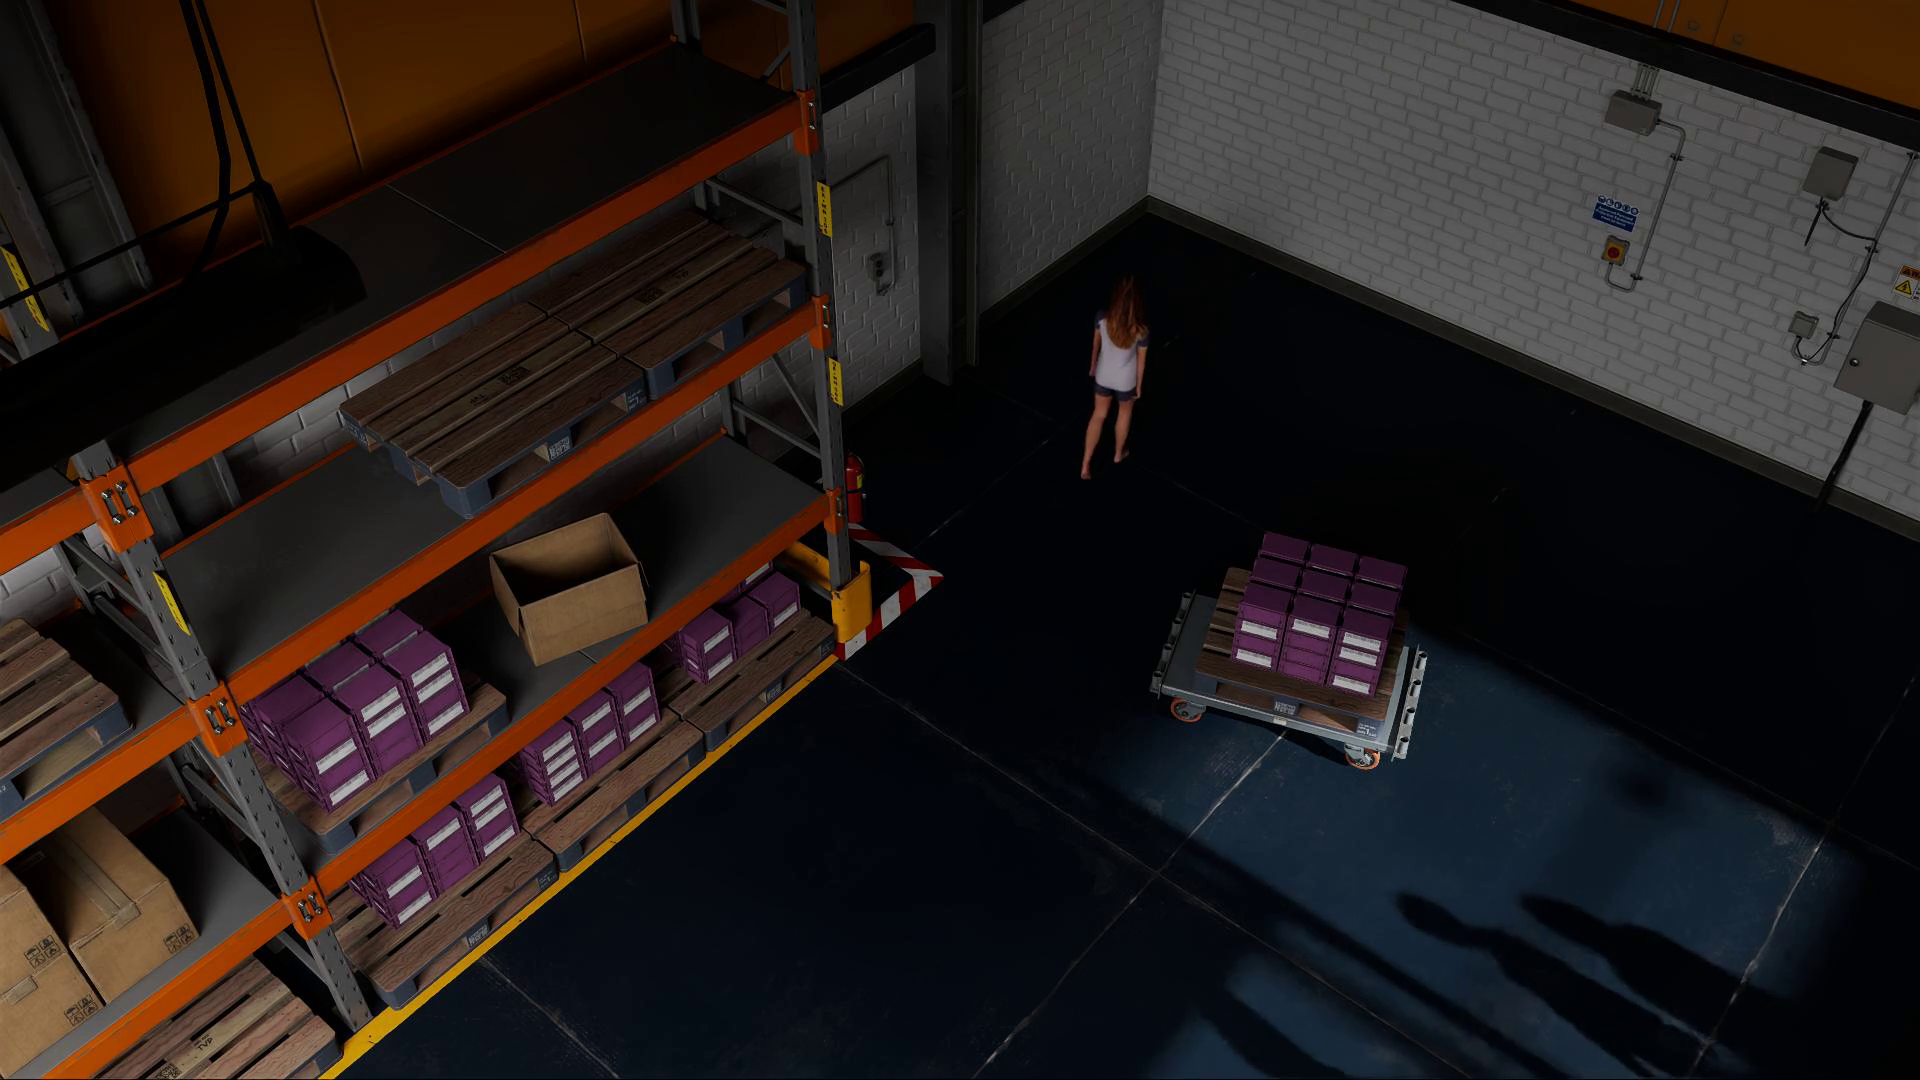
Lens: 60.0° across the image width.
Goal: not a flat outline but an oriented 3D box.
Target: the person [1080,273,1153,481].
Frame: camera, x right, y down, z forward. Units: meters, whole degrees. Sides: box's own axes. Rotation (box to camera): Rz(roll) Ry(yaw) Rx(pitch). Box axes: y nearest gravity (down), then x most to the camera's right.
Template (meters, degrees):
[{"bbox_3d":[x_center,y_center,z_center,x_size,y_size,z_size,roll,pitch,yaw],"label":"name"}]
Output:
[{"bbox_3d":[1.110,-1.135,12.145,0.755,1.706,0.981,18,47,18],"label":"person"}]
